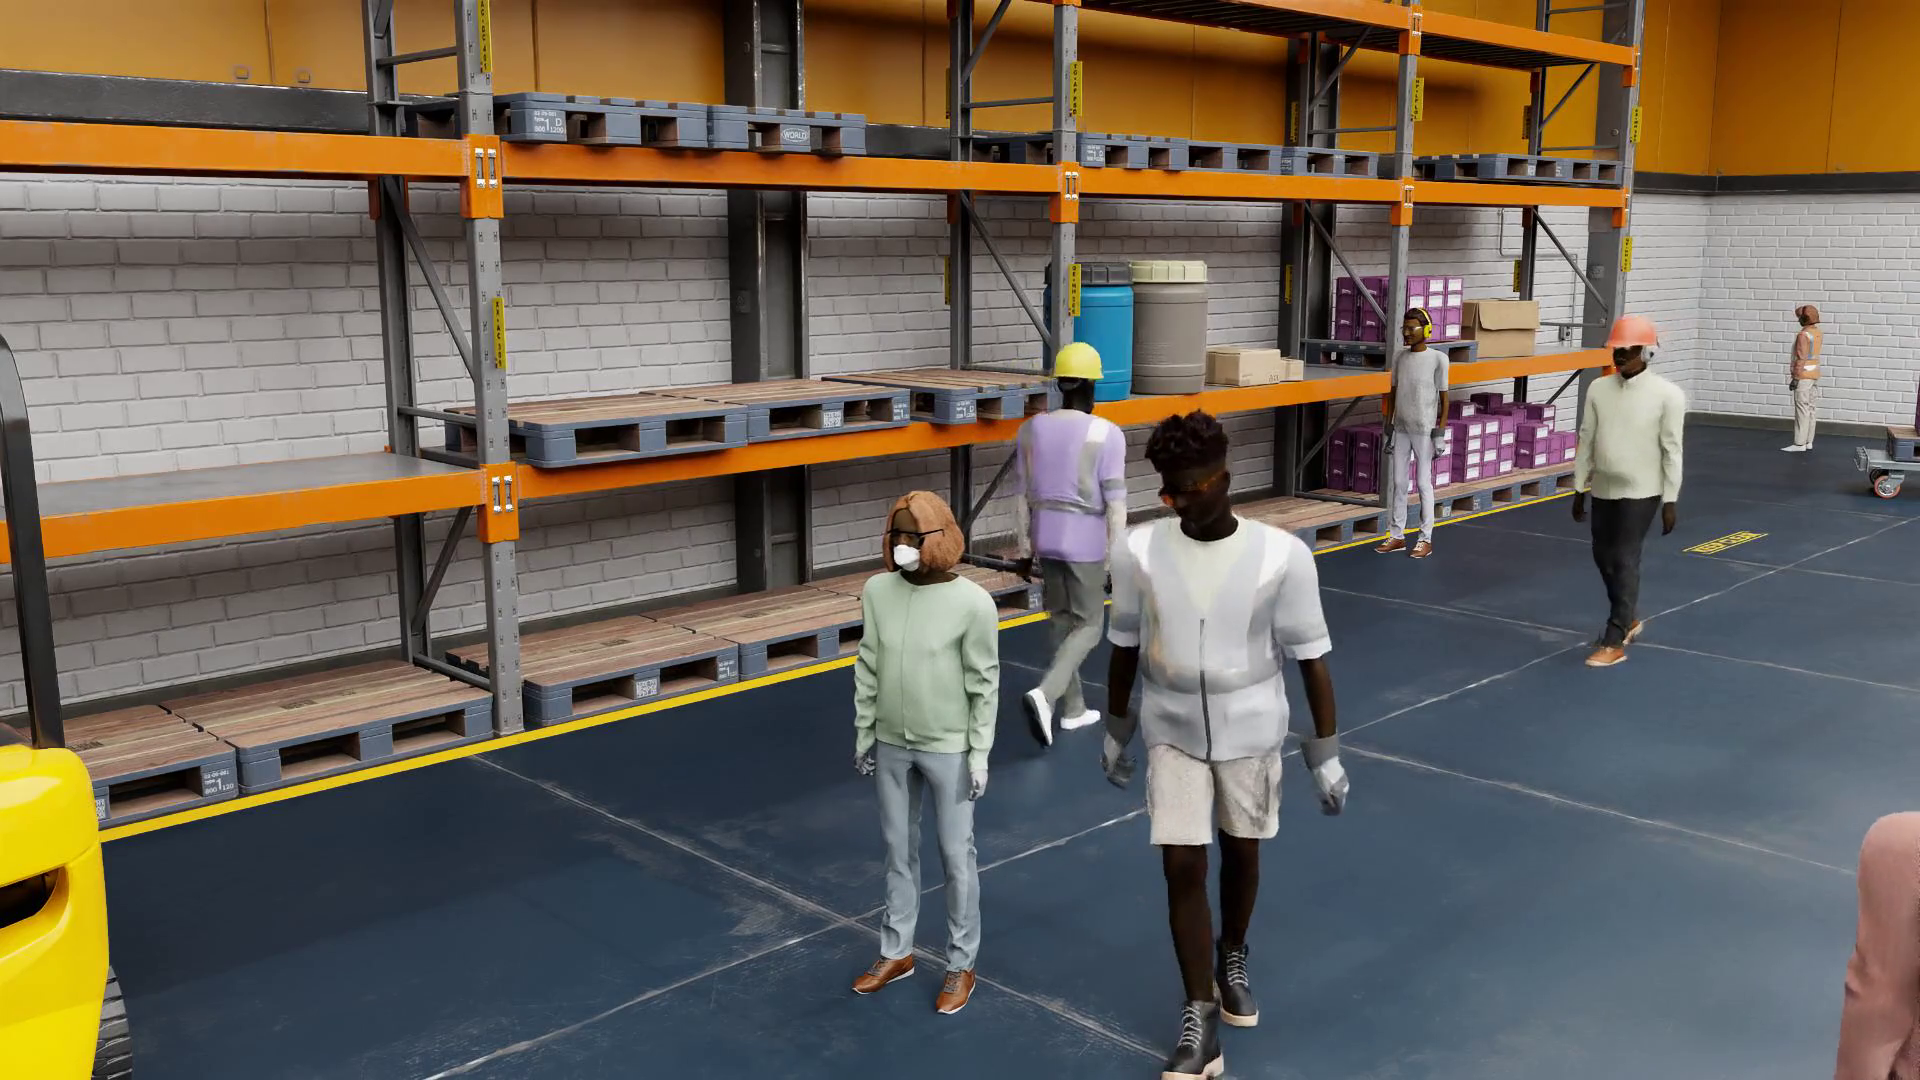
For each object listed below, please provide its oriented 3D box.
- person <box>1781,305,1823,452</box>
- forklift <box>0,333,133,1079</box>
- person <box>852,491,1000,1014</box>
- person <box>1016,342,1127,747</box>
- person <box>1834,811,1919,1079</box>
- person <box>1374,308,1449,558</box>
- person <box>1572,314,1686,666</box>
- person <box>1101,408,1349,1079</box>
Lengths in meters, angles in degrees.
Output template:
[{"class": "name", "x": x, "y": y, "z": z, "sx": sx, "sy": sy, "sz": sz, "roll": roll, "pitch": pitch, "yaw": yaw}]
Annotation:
[{"class": "person", "x": 9.400, "y": -1.792, "z": 18.511, "sx": 0.514, "sy": 1.640, "sz": 0.310, "roll": -10, "pitch": 14, "yaw": -43}, {"class": "forklift", "x": -3.289, "y": 0.485, "z": 4.582, "sx": 1.214, "sy": 2.155, "sz": 2.313, "roll": -10, "pitch": 14, "yaw": -44}, {"class": "person", "x": -0.116, "y": 0.654, "z": 5.192, "sx": 0.500, "sy": 1.633, "sz": 0.280, "roll": 6, "pitch": 12, "yaw": 29}, {"class": "person", "x": 0.483, "y": 0.029, "z": 7.854, "sx": 0.595, "sy": 1.911, "sz": 0.717, "roll": 8, "pitch": 13, "yaw": 36}, {"class": "person", "x": 1.819, "y": 1.000, "z": 2.947, "sx": 0.526, "sy": 1.768, "sz": 0.315, "roll": 2, "pitch": 11, "yaw": 8}, {"class": "person", "x": 3.401, "y": -0.801, "z": 12.483, "sx": 0.311, "sy": 1.869, "sz": 0.533, "roll": -9, "pitch": 14, "yaw": -42}, {"class": "person", "x": 3.803, "y": -0.292, "z": 9.474, "sx": 0.651, "sy": 2.000, "sz": 0.636, "roll": -7, "pitch": 13, "yaw": -34}, {"class": "person", "x": 0.751, "y": 0.583, "z": 4.797, "sx": 0.727, "sy": 1.906, "sz": 0.897, "roll": 3, "pitch": 11, "yaw": 13}]
